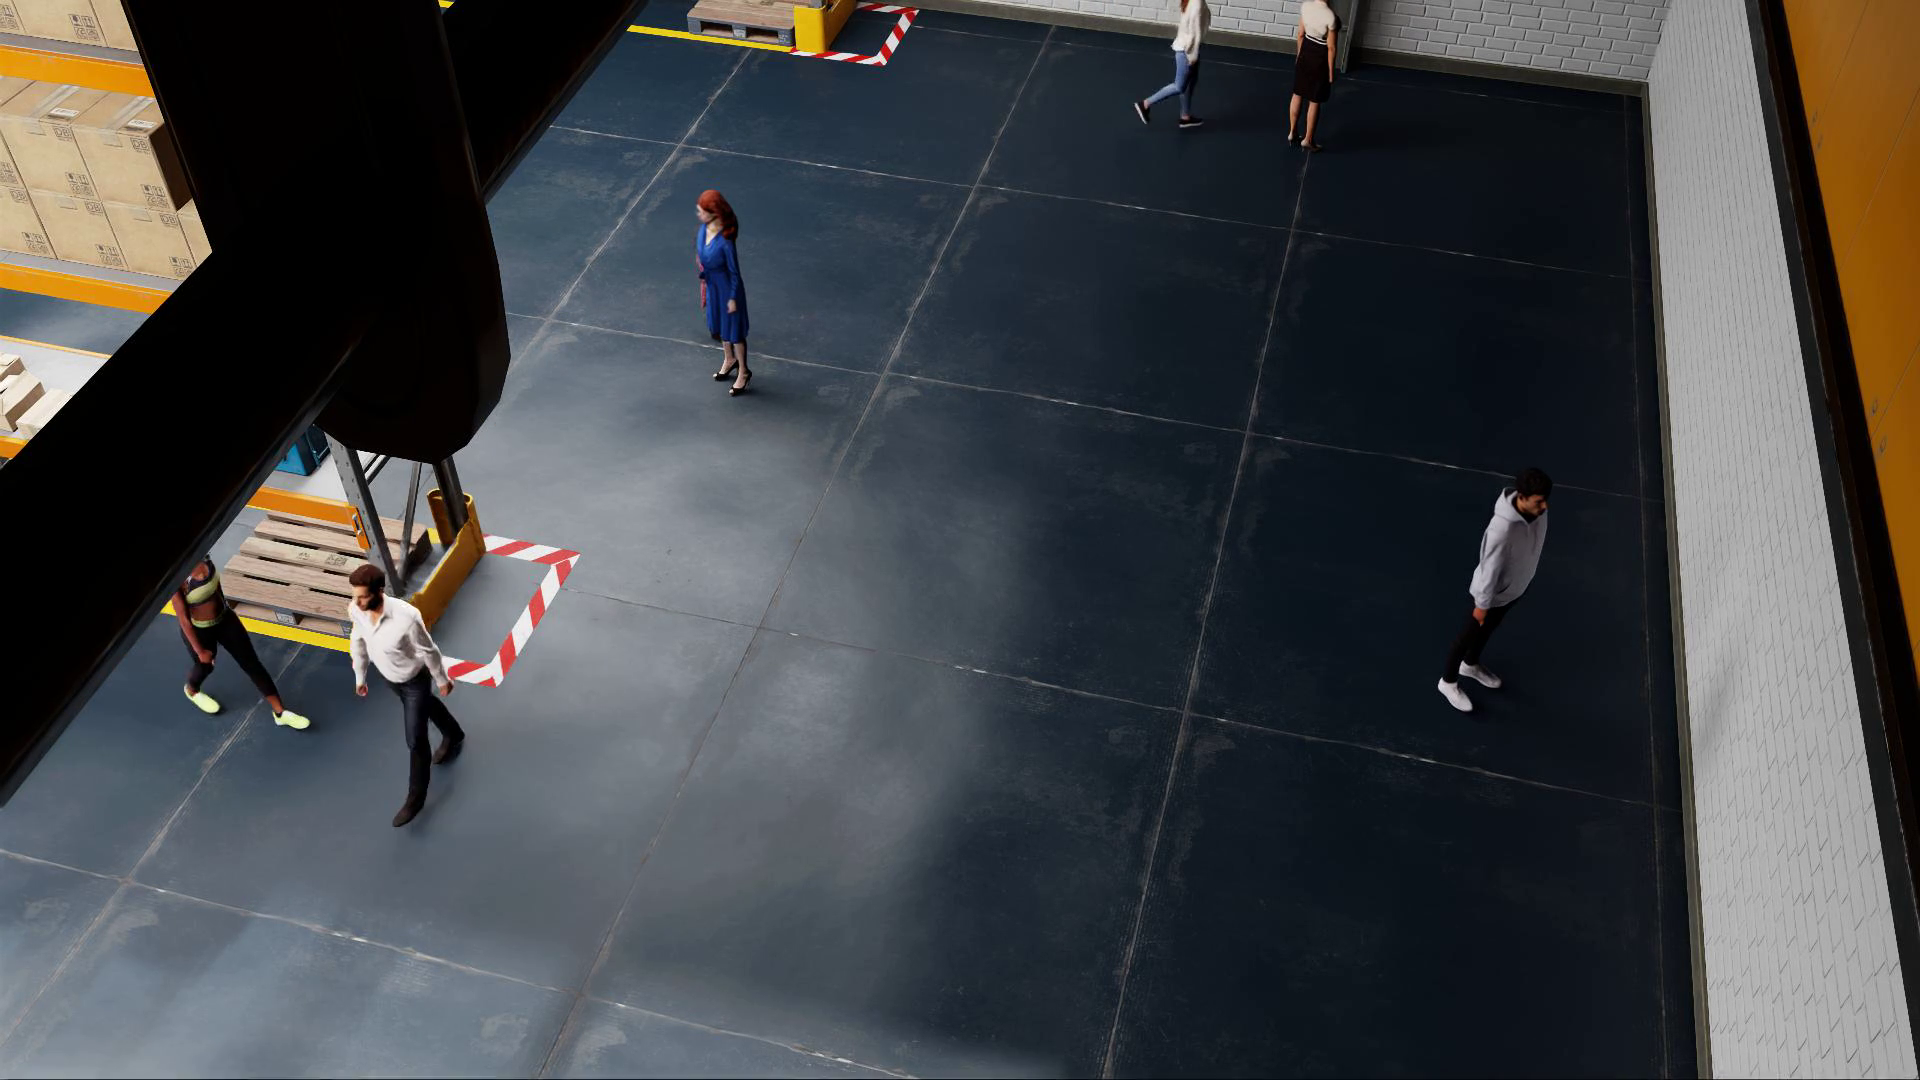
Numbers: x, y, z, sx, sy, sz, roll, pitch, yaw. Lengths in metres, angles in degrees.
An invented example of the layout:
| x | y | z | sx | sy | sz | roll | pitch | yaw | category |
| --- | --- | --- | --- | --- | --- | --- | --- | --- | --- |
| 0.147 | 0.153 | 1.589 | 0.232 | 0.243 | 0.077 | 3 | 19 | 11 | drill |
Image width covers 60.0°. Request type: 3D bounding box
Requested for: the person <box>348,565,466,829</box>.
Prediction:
| x | y | z | sx | sy | sz | roll | pitch | yaw | category |
| --- | --- | --- | --- | --- | --- | --- | --- | --- | --- |
| -3.315 | 0.768 | 10.136 | 1.056 | 1.838 | 0.845 | 16 | 46 | 16 | person |

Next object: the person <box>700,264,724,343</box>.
| x | y | z | sx | sy | sz | roll | pitch | yaw | category |
| --- | --- | --- | --- | --- | --- | --- | --- | --- | --- |
| -2.032 | -2.105 | 13.744 | 0.475 | 1.021 | 0.448 | 18 | 46 | 18 | person |

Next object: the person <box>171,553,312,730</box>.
| x | y | z | sx | sy | sz | roll | pitch | yaw | category |
| --- | --- | --- | --- | --- | --- | --- | --- | --- | --- |
| -4.799 | 0.546 | 10.461 | 1.153 | 1.711 | 0.647 | 13 | 45 | 14 | person |

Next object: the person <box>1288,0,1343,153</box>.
| x | y | z | sx | sy | sz | roll | pitch | yaw | category |
| --- | --- | --- | --- | --- | --- | --- | --- | --- | --- |
| 3.347 | -4.497 | 15.725 | 0.767 | 1.753 | 0.674 | -28 | 50 | -26 | person |

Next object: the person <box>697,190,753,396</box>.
| x | y | z | sx | sy | sz | roll | pitch | yaw | category |
| --- | --- | --- | --- | --- | --- | --- | --- | --- | --- |
| -1.837 | -1.942 | 12.989 | 0.771 | 1.827 | 0.704 | -24 | 48 | -23 | person |

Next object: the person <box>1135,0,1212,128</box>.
| x | y | z | sx | sy | sz | roll | pitch | yaw | category |
| --- | --- | --- | --- | --- | --- | --- | --- | --- | --- |
| 2.125 | -4.705 | 16.004 | 1.010 | 1.669 | 0.785 | 3 | 44 | 3 | person |

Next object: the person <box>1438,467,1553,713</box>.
| x | y | z | sx | sy | sz | roll | pitch | yaw | category |
| --- | --- | --- | --- | --- | --- | --- | --- | --- | --- |
| 3.418 | 0.276 | 10.587 | 0.769 | 1.929 | 0.771 | -32 | 52 | -29 | person |
